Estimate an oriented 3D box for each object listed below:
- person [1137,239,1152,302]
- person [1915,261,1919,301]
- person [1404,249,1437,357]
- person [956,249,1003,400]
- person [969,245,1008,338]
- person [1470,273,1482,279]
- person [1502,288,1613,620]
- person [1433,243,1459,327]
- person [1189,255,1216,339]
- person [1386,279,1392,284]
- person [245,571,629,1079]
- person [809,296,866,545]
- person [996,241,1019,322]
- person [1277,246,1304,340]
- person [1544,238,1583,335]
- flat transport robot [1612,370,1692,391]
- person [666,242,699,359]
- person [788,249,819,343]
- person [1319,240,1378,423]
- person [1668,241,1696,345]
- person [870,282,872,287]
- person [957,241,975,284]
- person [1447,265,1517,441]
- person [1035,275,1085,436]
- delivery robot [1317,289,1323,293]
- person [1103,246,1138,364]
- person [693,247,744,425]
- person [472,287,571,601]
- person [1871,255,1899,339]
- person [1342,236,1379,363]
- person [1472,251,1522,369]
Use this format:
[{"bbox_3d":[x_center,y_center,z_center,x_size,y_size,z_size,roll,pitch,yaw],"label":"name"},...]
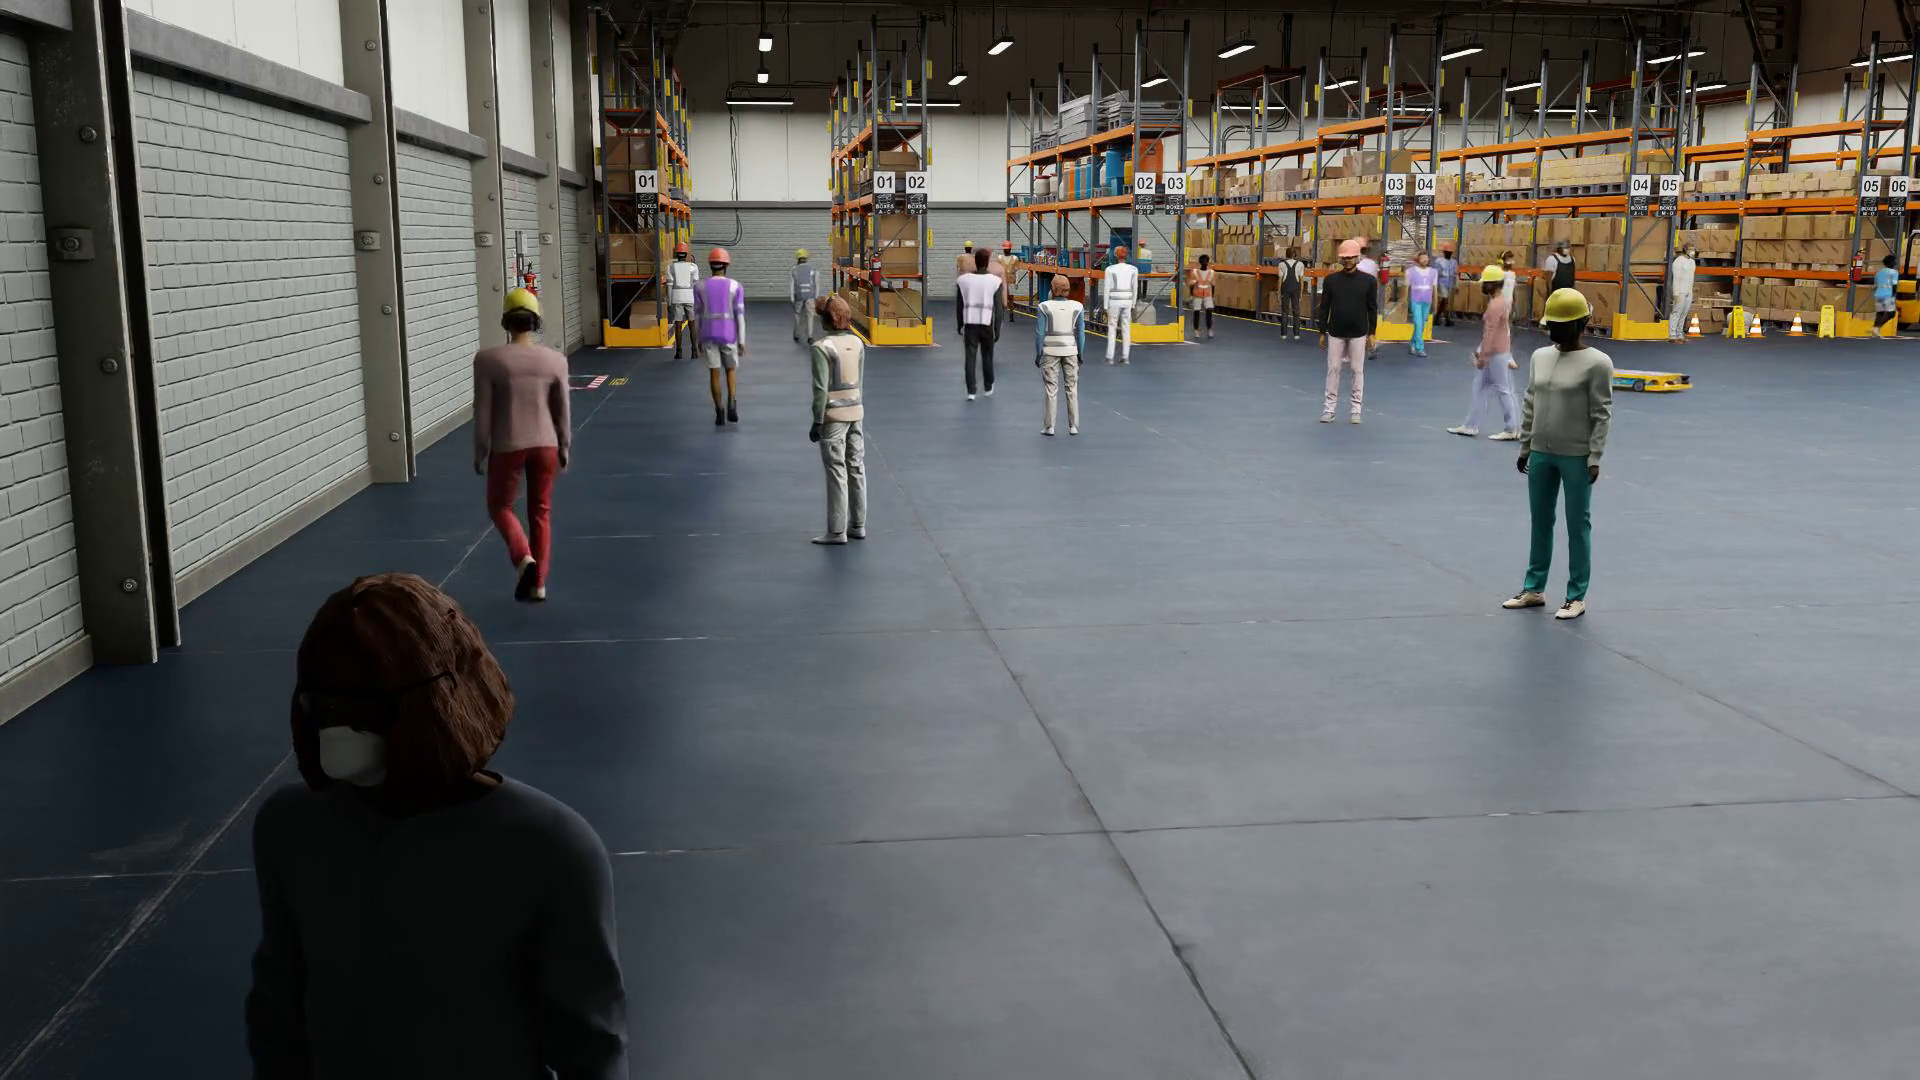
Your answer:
[{"bbox_3d":[5.660,-8.392,51.856,0.637,1.933,1.068,1,10,7],"label":"person"},{"bbox_3d":[19.511,-5.011,33.357,0.650,1.932,0.426,6,12,30],"label":"person"},{"bbox_3d":[7.833,-4.040,28.359,0.573,1.821,0.835,-2,10,-10],"label":"person"},{"bbox_3d":[0.247,-2.709,20.939,0.608,1.865,1.029,1,10,7],"label":"person"},{"bbox_3d":[0.465,-4.019,28.030,0.657,1.890,0.663,4,11,21],"label":"person"},{"bbox_3d":[14.284,-7.217,45.547,0.663,1.896,0.724,3,11,17],"label":"person"},{"bbox_3d":[3.201,-0.458,8.883,0.328,1.760,0.524,-7,12,-33],"label":"person"},{"bbox_3d":[11.042,-5.804,37.833,0.559,1.895,0.976,-3,11,-16],"label":"person"},{"bbox_3d":[4.827,-4.818,33.037,0.552,1.670,0.777,-1,10,-3],"label":"person"},{"bbox_3d":[12.235,-7.623,47.890,0.510,1.860,0.333,-5,11,-25],"label":"person"},{"bbox_3d":[-0.661,0.840,2.107,0.507,1.632,0.268,3,11,14],"label":"person"},{"bbox_3d":[-0.807,-0.785,10.993,0.315,1.641,0.515,7,12,32],"label":"person"},{"bbox_3d":[1.127,-6.169,39.700,0.549,1.933,0.373,1,10,6],"label":"person"},{"bbox_3d":[6.516,-4.864,32.809,0.506,1.841,0.346,1,10,7],"label":"person"},{"bbox_3d":[12.361,-5.190,34.045,0.703,2.000,0.984,-2,11,-12],"label":"person"},{"bbox_3d":[8.935,-2.147,22.219,0.652,0.197,1.431,-8,13,-39],"label":"flat transport robot"},{"bbox_3d":[-4.613,-3.984,27.713,0.542,1.939,0.368,-2,11,-13],"label":"person"},{"bbox_3d":[-2.993,-4.664,31.884,0.594,1.791,0.899,-2,11,-11],"label":"person"},{"bbox_3d":[4.215,-2.260,18.107,0.621,1.992,0.397,4,11,19],"label":"person"},{"bbox_3d":[13.647,-4.654,31.389,0.635,1.937,0.355,-8,13,-38],"label":"person"},{"bbox_3d":[-2.614,-7.771,48.271,0.636,2.011,0.864,-7,12,-32],"label":"person"},{"bbox_3d":[0.209,-6.580,41.978,0.594,1.924,0.382,-1,10,-3],"label":"person"},{"bbox_3d":[5.233,-1.862,16.611,0.799,1.729,0.552,4,11,22],"label":"person"},{"bbox_3d":[1.021,-1.880,17.001,0.524,1.639,0.308,-2,11,-11],"label":"person"},{"bbox_3d":[10.849,-7.283,49.338,0.707,0.478,0.477,-2,10,-10],"label":"delivery robot"},{"bbox_3d":[2.559,-3.742,26.561,0.587,1.878,0.373,-3,11,-16],"label":"person"},{"bbox_3d":[-2.604,-2.193,17.979,0.540,1.915,0.454,-2,10,-9],"label":"person"},{"bbox_3d":[-2.383,-0.500,9.119,0.546,1.750,0.485,-6,12,-29],"label":"person"},{"bbox_3d":[18.229,-4.789,32.844,0.442,1.676,0.556,-3,11,-15],"label":"person"},{"bbox_3d":[6.381,-3.819,26.552,0.624,2.032,0.553,-7,13,-35],"label":"person"},{"bbox_3d":[8.370,-3.578,25.823,0.527,1.828,0.939,-6,12,-32],"label":"person"}]
